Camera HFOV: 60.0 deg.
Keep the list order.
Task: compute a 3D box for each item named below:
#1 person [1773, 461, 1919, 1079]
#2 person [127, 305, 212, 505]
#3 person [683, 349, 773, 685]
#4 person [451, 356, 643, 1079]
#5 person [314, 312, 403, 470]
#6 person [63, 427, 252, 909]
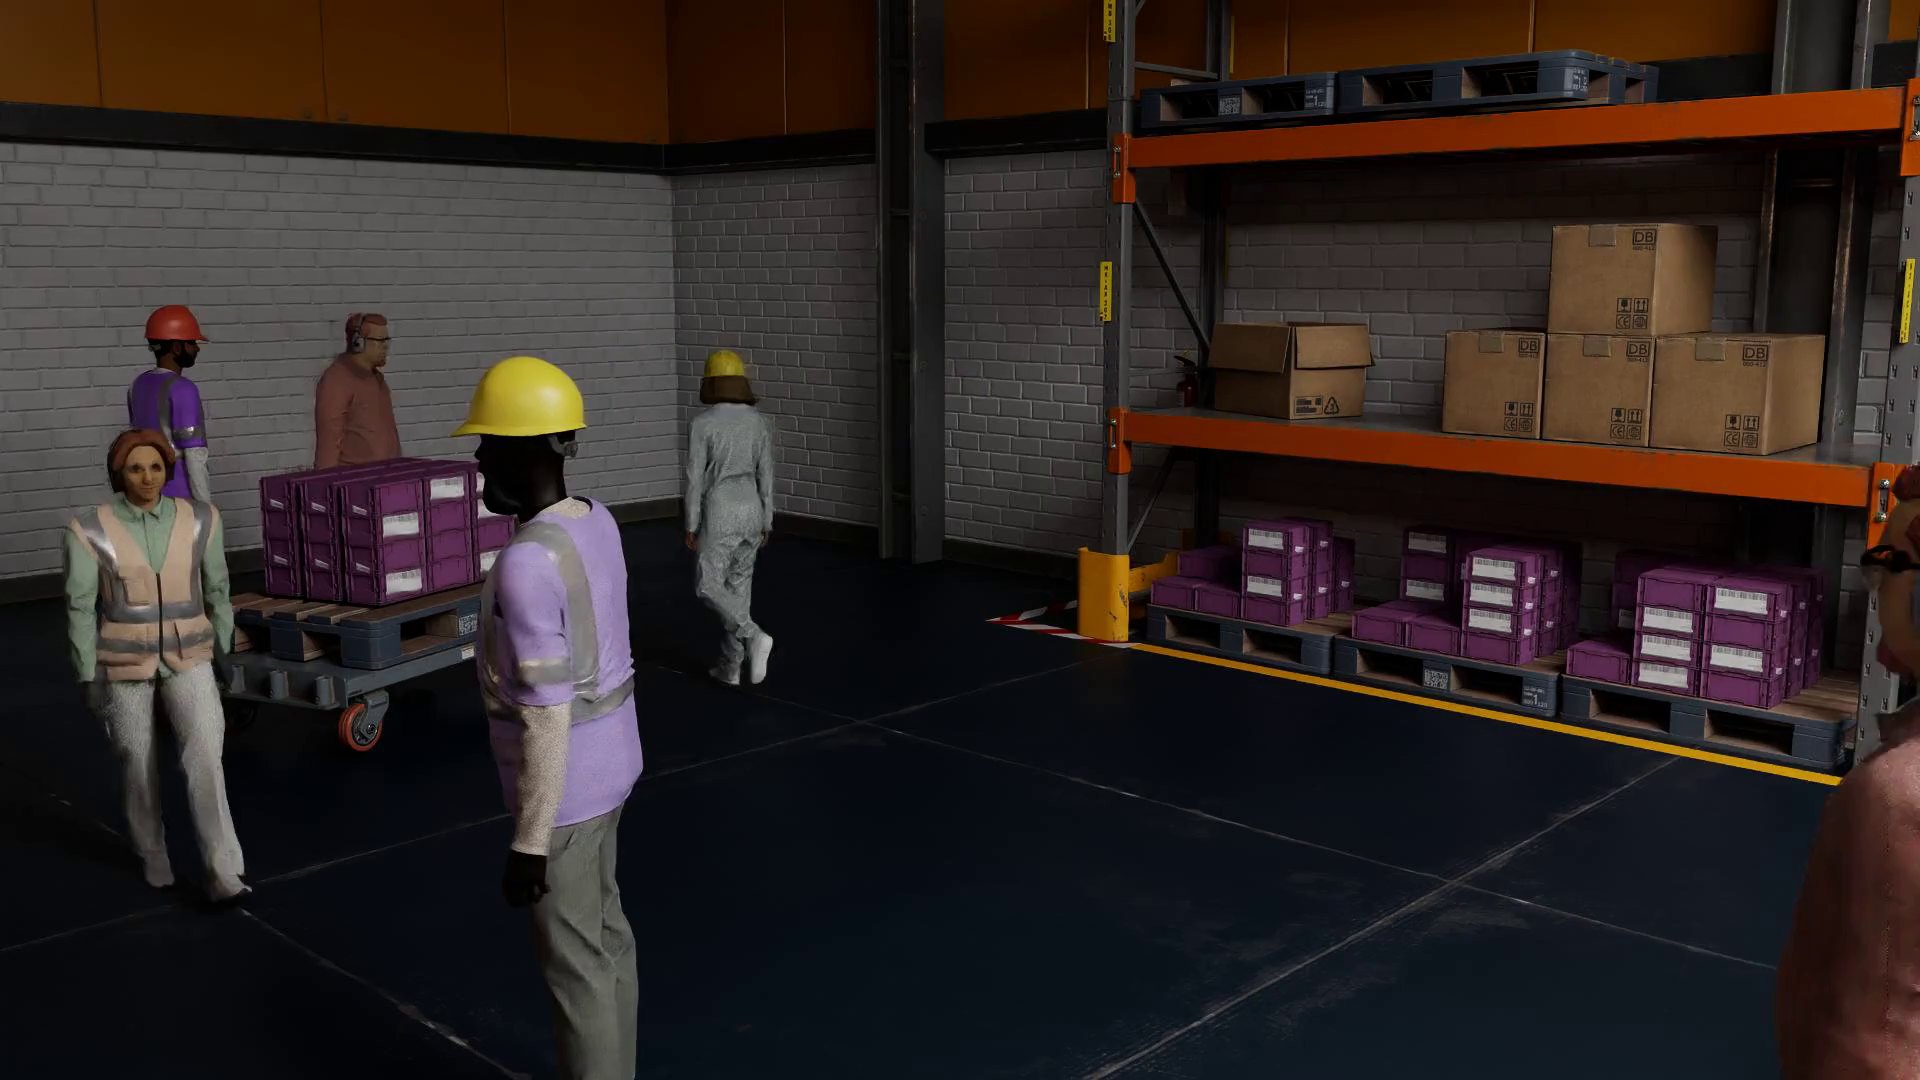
[{"bbox_3d":[1.307,0.838,2.140,0.649,1.892,0.515,-7,12,-39],"label":"person"},{"bbox_3d":[-3.997,-0.232,8.549,0.551,1.935,0.371,7,11,35],"label":"person"},{"bbox_3d":[-1.099,-0.086,8.313,0.517,1.712,0.621,-8,12,-41],"label":"person"},{"bbox_3d":[-0.924,0.552,3.776,0.384,1.928,0.588,0,9,2],"label":"person"},{"bbox_3d":[-3.249,-0.308,9.188,0.642,1.877,0.656,-1,9,-5],"label":"person"},{"bbox_3d":[-2.628,0.437,5.464,0.532,1.591,0.835,-7,11,-36],"label":"person"}]
